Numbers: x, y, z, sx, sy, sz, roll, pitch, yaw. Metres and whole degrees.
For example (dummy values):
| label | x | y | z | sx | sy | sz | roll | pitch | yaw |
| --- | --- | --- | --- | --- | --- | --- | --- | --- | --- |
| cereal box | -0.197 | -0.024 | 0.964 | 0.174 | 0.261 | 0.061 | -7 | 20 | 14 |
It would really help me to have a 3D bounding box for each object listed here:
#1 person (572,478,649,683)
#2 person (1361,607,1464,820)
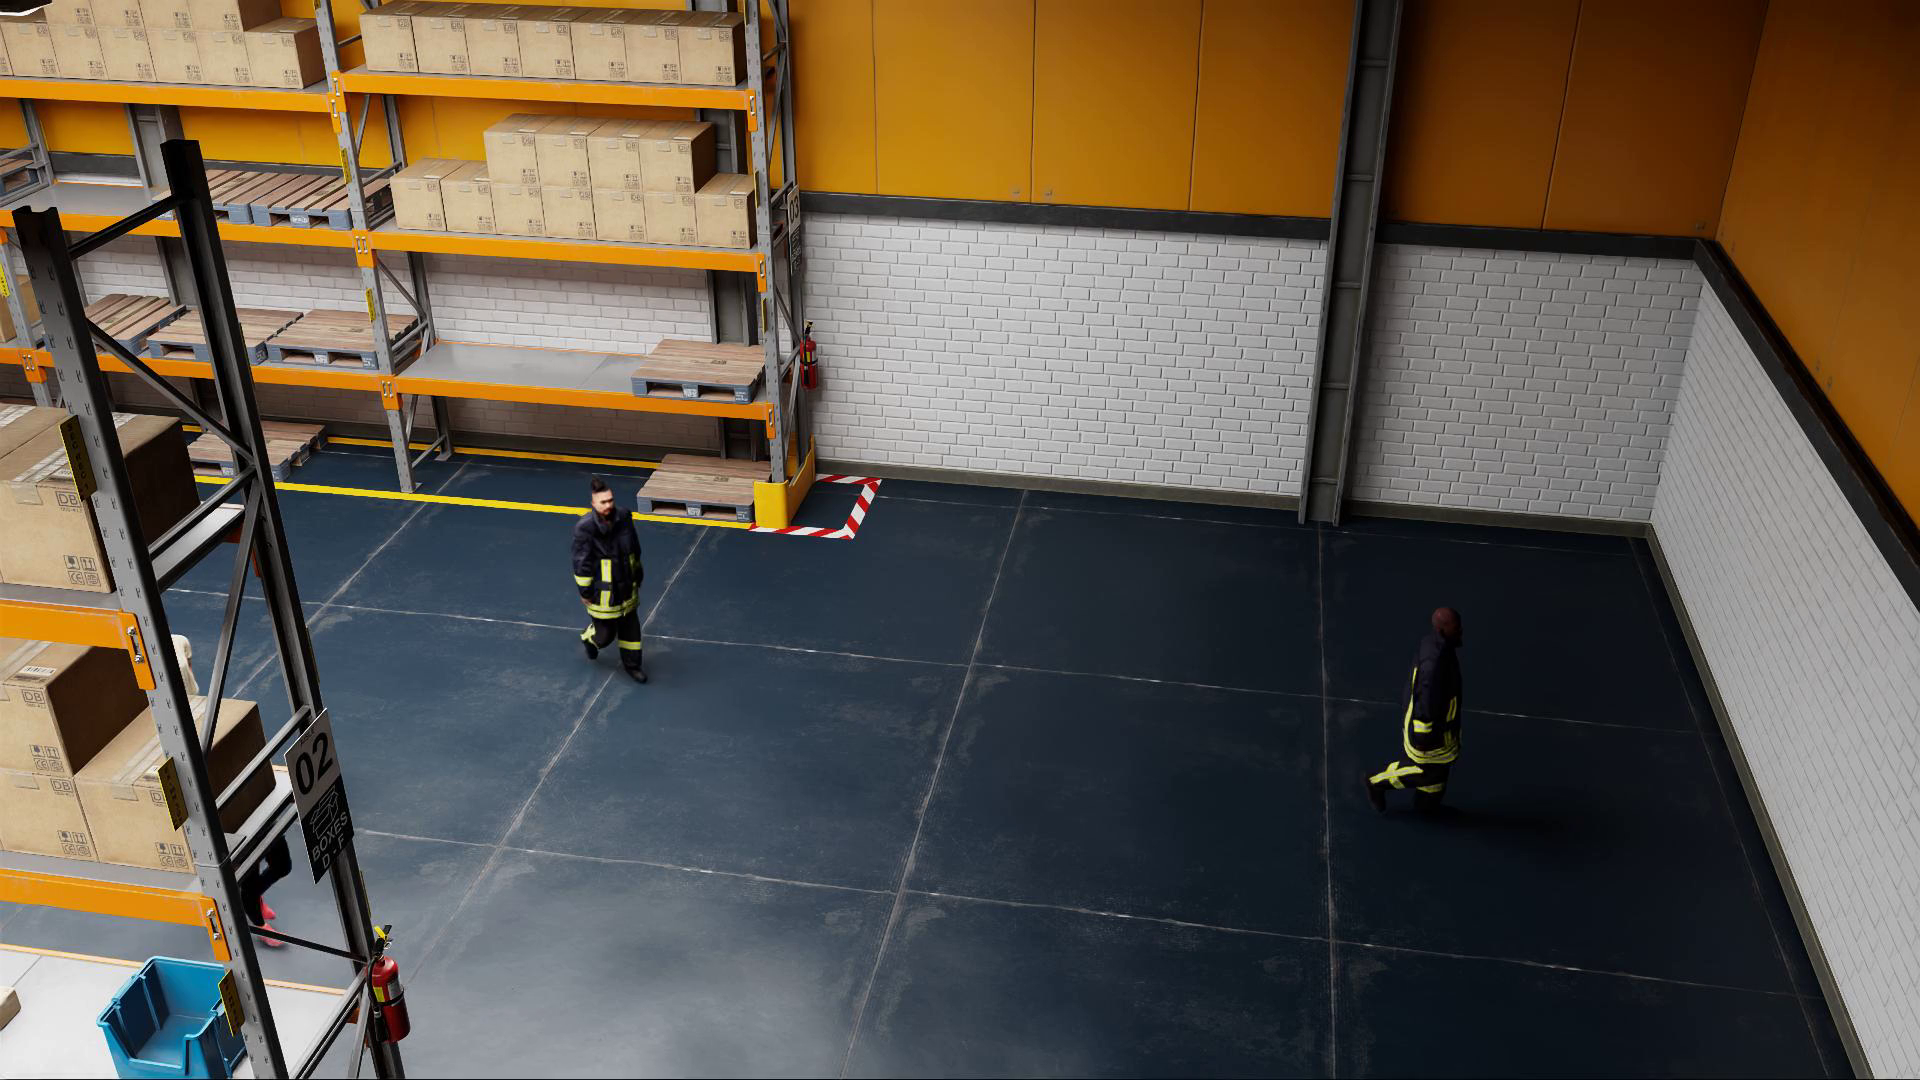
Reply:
| label | x | y | z | sx | sy | sz | roll | pitch | yaw |
| --- | --- | --- | --- | --- | --- | --- | --- | --- | --- |
| person | -2.936 | 0.307 | 13.846 | 1.016 | 1.844 | 1.085 | -22 | 36 | -35 |
| person | 3.361 | 1.267 | 12.122 | 1.031 | 1.809 | 0.853 | 11 | 30 | 19 |
